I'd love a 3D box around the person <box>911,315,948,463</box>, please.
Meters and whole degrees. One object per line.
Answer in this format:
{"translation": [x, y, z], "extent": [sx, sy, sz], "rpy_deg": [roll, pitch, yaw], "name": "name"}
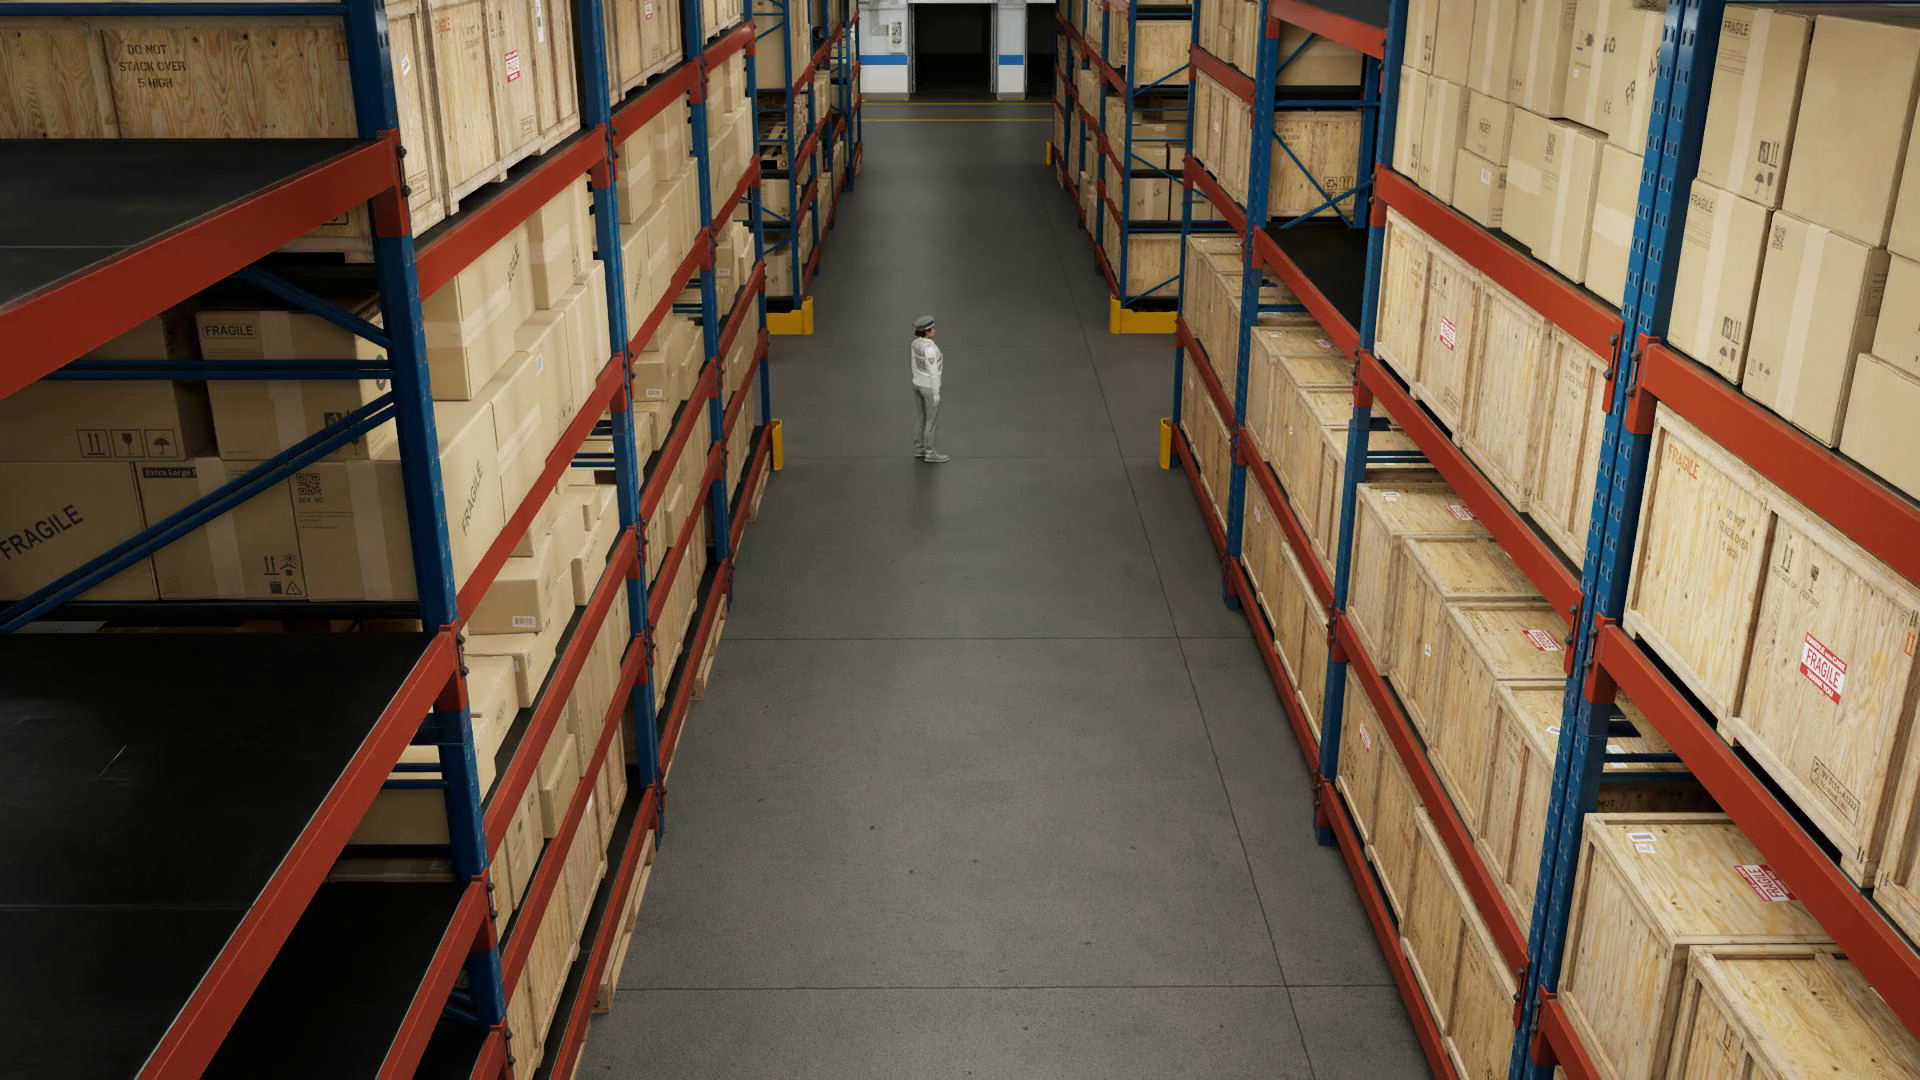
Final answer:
{"translation": [-0.365, -1.739, 19.030], "extent": [0.336, 1.692, 0.465], "rpy_deg": [-11, 24, -27], "name": "person"}
